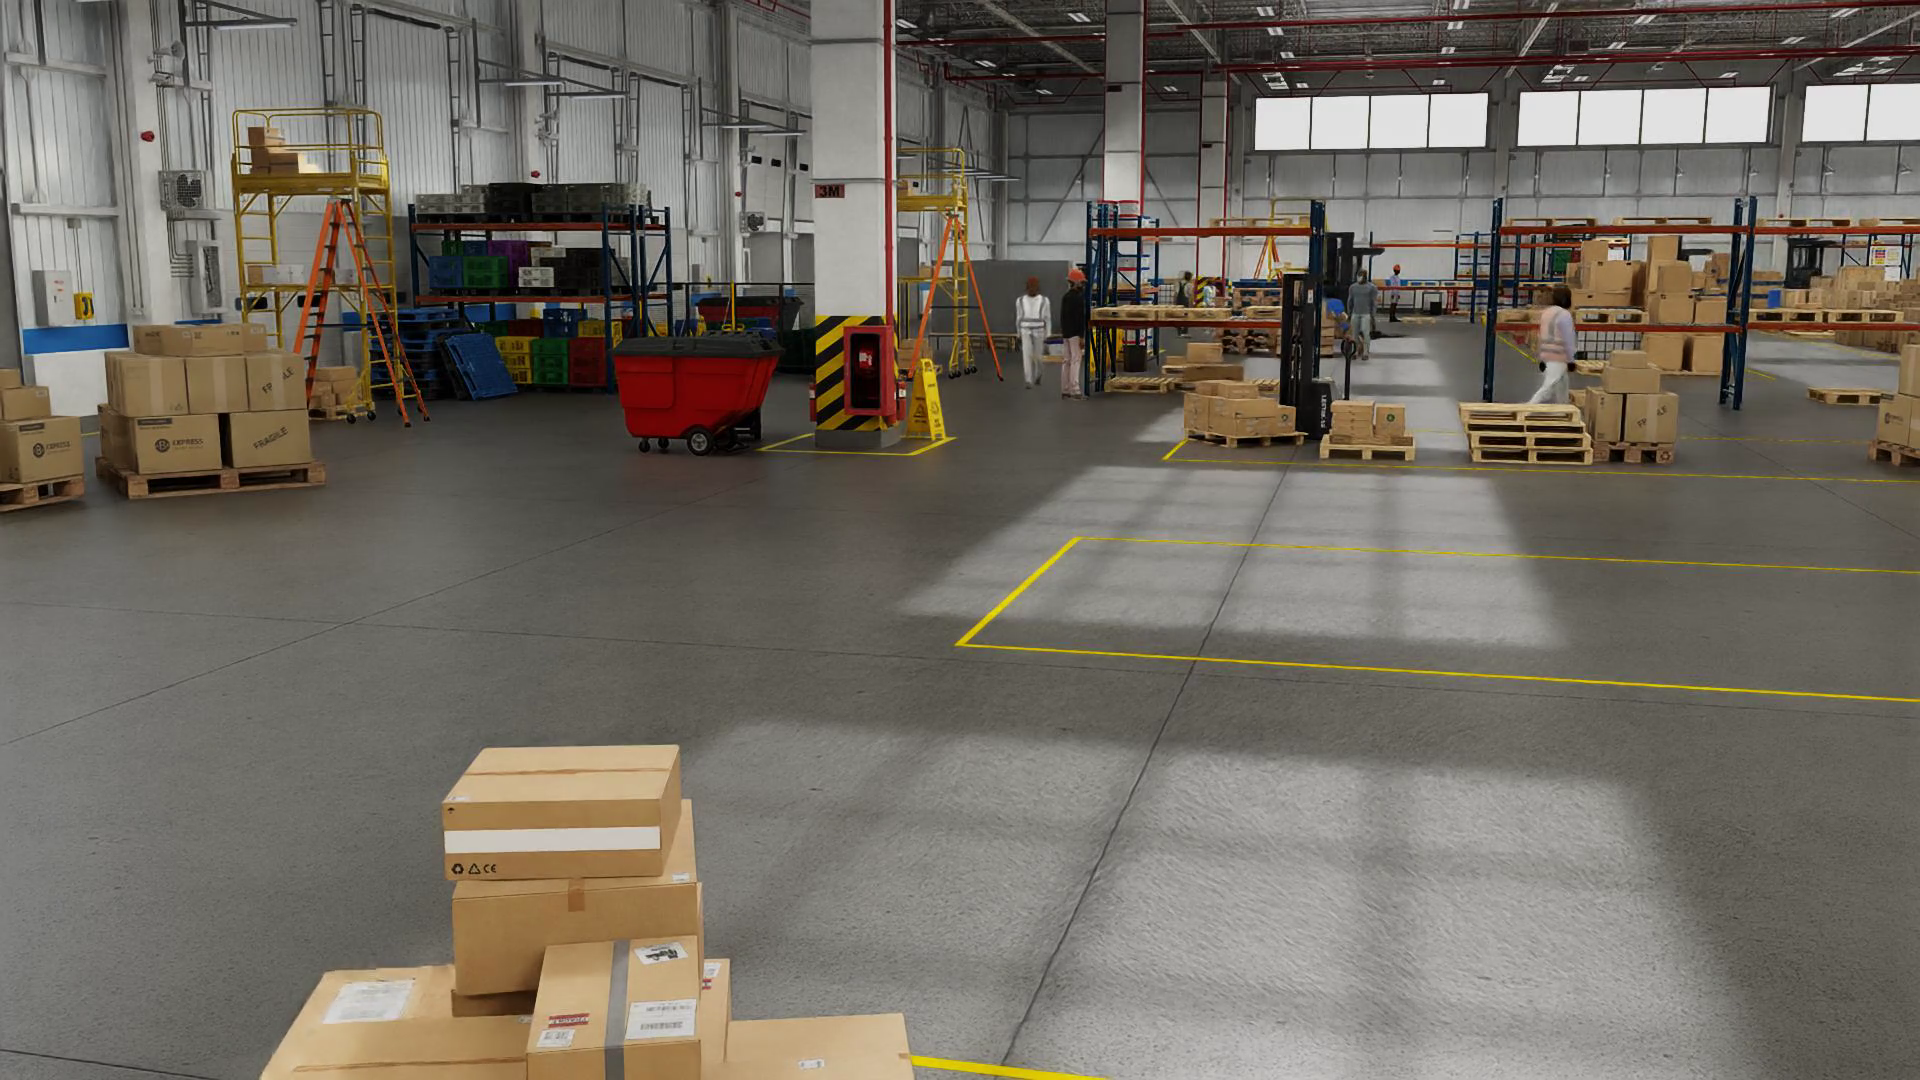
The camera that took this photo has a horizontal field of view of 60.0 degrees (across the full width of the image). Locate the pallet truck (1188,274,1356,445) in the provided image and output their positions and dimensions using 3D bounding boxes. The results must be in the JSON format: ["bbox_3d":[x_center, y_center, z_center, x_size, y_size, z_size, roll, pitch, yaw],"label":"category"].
[{"bbox_3d":[3.653,-2.138,19.590,1.885,1.965,0.823,-4,10,-20],"label":"pallet truck"}]

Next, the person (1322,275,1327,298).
[{"bbox_3d":[9.518,-6.138,43.886,0.317,1.743,0.488,6,12,33],"label":"person"}]

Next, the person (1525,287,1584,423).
[{"bbox_3d":[7.536,-2.309,21.146,0.884,1.816,0.628,0,10,0],"label":"person"}]

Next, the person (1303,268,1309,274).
[{"bbox_3d":[9.486,-6.449,45.258,0.666,1.905,0.534,4,10,20],"label":"person"}]

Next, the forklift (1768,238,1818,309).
[{"bbox_3d":[28.458,-8.829,56.389,1.129,2.768,1.873,-1,10,-6],"label":"forklift"}]

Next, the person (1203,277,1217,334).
[{"bbox_3d":[7.163,-6.729,47.712,0.519,1.627,0.320,-7,12,-36],"label":"person"}]

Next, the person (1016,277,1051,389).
[{"bbox_3d":[1.227,-3.455,27.754,0.585,1.864,0.745,1,10,8],"label":"person"}]

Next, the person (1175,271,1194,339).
[{"bbox_3d":[6.019,-6.288,44.599,0.667,1.809,0.474,8,13,40],"label":"person"}]

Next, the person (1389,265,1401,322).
[{"bbox_3d":[14.798,-8.375,56.488,0.355,1.939,0.544,7,12,35],"label":"person"}]

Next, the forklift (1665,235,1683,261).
[{"bbox_3d":[20.994,-7.589,49.086,1.873,2.768,1.129,5,11,29],"label":"forklift"}]

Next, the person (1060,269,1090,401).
[{"bbox_3d":[1.754,-3.125,25.405,0.389,1.992,0.625,-4,10,-22],"label":"person"}]

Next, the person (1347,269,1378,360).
[{"bbox_3d":[8.529,-4.780,35.322,0.633,1.936,0.355,6,11,33],"label":"person"}]

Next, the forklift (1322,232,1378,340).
[{"bbox_3d":[9.862,-6.626,43.418,1.873,2.768,1.129,-3,10,-16],"label":"forklift"}]

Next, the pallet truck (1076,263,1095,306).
[{"bbox_3d":[4.325,-8.180,55.162,0.823,1.965,1.885,6,11,31],"label":"pallet truck"}]
